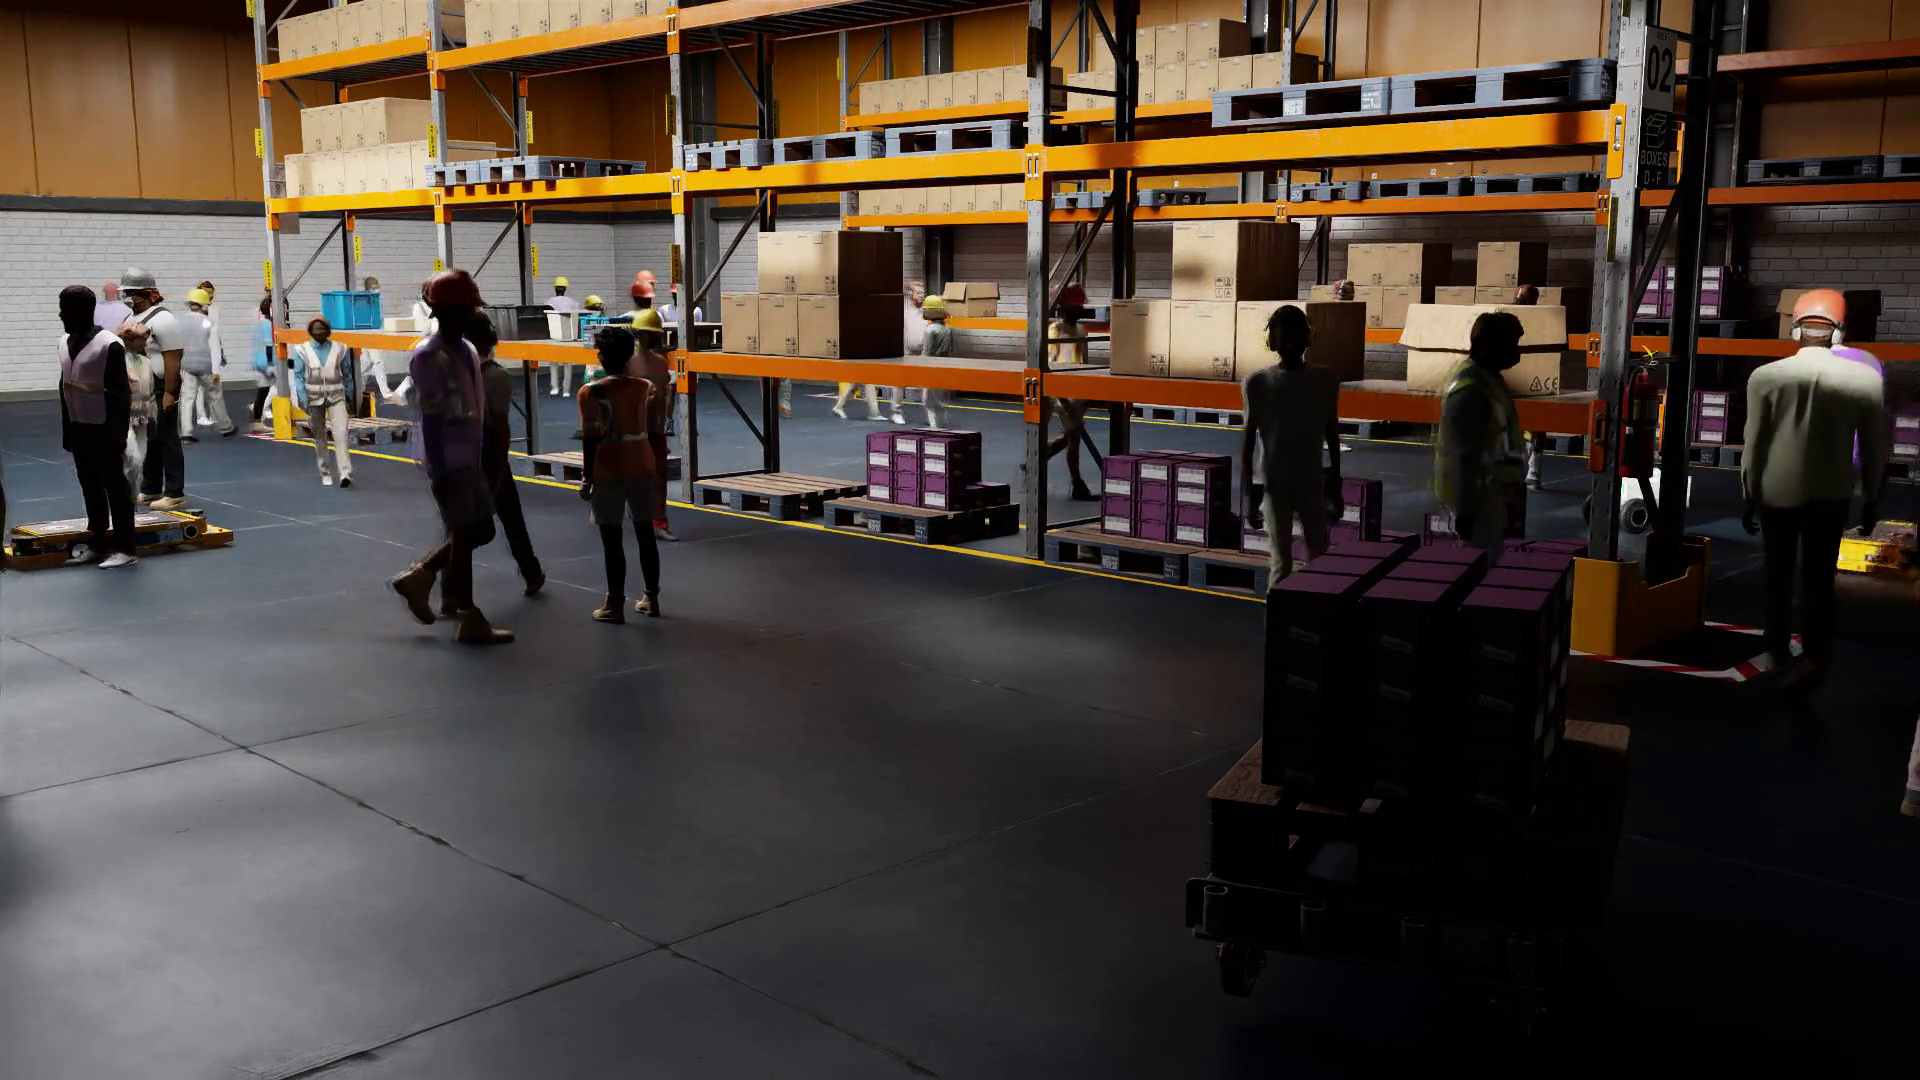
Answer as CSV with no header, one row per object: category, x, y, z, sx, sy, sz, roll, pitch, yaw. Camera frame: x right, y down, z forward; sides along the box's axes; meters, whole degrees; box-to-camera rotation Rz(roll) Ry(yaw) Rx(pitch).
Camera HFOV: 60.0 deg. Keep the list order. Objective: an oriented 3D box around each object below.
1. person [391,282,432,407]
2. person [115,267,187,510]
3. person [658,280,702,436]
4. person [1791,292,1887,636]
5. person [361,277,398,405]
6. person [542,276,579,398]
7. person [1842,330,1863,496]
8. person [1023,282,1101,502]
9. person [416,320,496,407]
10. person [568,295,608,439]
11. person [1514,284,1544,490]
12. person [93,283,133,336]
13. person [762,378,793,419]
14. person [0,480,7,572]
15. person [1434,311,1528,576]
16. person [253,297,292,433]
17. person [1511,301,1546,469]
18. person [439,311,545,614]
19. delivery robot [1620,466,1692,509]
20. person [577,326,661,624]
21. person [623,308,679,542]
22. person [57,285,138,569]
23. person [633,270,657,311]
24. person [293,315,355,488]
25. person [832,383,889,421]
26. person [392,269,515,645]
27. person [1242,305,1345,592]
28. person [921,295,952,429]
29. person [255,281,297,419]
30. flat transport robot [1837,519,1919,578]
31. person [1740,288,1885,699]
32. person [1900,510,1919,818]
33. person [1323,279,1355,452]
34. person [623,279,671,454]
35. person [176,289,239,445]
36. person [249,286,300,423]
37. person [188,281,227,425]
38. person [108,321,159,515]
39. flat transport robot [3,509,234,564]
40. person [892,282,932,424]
person,-7.816,-2.823,24.179,0.900,1.839,0.625,3,10,18
person,-6.862,-1.271,14.005,0.684,2.000,0.535,7,12,36
person,-3.371,-2.214,20.109,0.549,1.933,0.373,-3,10,-17
person,4.816,-0.446,9.379,0.576,1.900,0.780,0,9,-2
person,-8.677,-2.964,24.808,0.903,1.895,0.644,0,9,-1
person,-6.320,-3.205,26.308,0.618,1.894,0.777,-4,10,-22
person,7.742,-1.195,14.918,0.855,1.586,0.502,8,12,41
person,0.894,-1.308,14.641,0.841,1.914,0.548,8,12,39
person,-4.453,-1.322,14.703,0.642,1.900,0.998,-5,11,-30
person,-4.206,-2.025,19.619,0.870,1.726,0.535,4,10,24
person,5.142,-1.378,15.138,0.584,1.883,0.337,-7,11,-36
person,-10.518,-2.288,20.834,0.657,1.853,1.014,-1,9,-5
person,-2.475,-2.574,22.386,0.644,1.916,0.702,-3,10,-20
person,-4.150,0.046,6.698,0.573,1.793,0.987,-7,11,-35
person,2.489,-0.216,8.218,0.641,1.822,0.645,4,10,25
person,-8.400,-2.152,20.519,0.781,1.663,0.542,-6,11,-31
person,3.832,-0.784,11.788,0.636,1.815,0.855,-3,10,-19
person,-2.839,-0.473,9.944,0.497,1.772,1.024,2,9,12
delivery robot,5.303,-0.397,12.904,0.707,0.478,0.477,-3,10,-18
person,-1.944,-0.369,9.527,0.536,1.696,0.321,-9,13,-44
person,-2.432,-0.869,12.469,0.776,1.733,0.529,9,13,42
person,-5.845,-0.763,11.269,0.591,1.916,0.379,5,10,26
person,-4.615,-2.954,24.455,0.375,1.997,0.612,-2,9,-11
person,-5.826,-1.256,15.283,0.525,1.593,0.895,-4,10,-23
person,-1.358,-2.391,22.241,0.843,1.597,0.524,3,10,18
person,-2.763,-0.437,8.938,0.642,2.026,0.612,1,9,9
person,1.674,-0.247,8.319,0.538,1.845,0.443,0,9,-2
person,-0.312,-1.850,18.493,0.499,1.723,0.506,4,10,24
person,-9.173,-2.566,22.414,0.713,1.880,0.647,1,9,3
flat transport robot,6.424,0.049,11.325,0.652,0.197,1.431,9,13,44
person,4.076,-0.232,7.970,0.627,1.947,1.023,4,10,25
person,3.709,0.091,5.825,0.653,1.976,0.676,-8,12,-39
person,4.237,-1.942,18.537,0.401,1.904,0.651,1,9,9
person,-3.511,-1.907,18.317,0.848,1.917,0.547,7,12,37
person,-8.822,-2.014,19.349,0.602,1.784,0.921,1,9,5
person,-8.903,-2.410,21.702,0.812,1.816,0.640,-8,12,-40
person,-9.766,-2.426,21.629,0.325,1.865,0.516,4,10,21
person,-6.496,-0.900,13.019,0.365,1.612,0.565,2,10,15
flat transport robot,-6.031,-0.036,11.842,0.652,0.197,1.431,9,13,44
person,-0.584,-2.382,21.411,0.660,1.852,1.010,-5,10,-28
